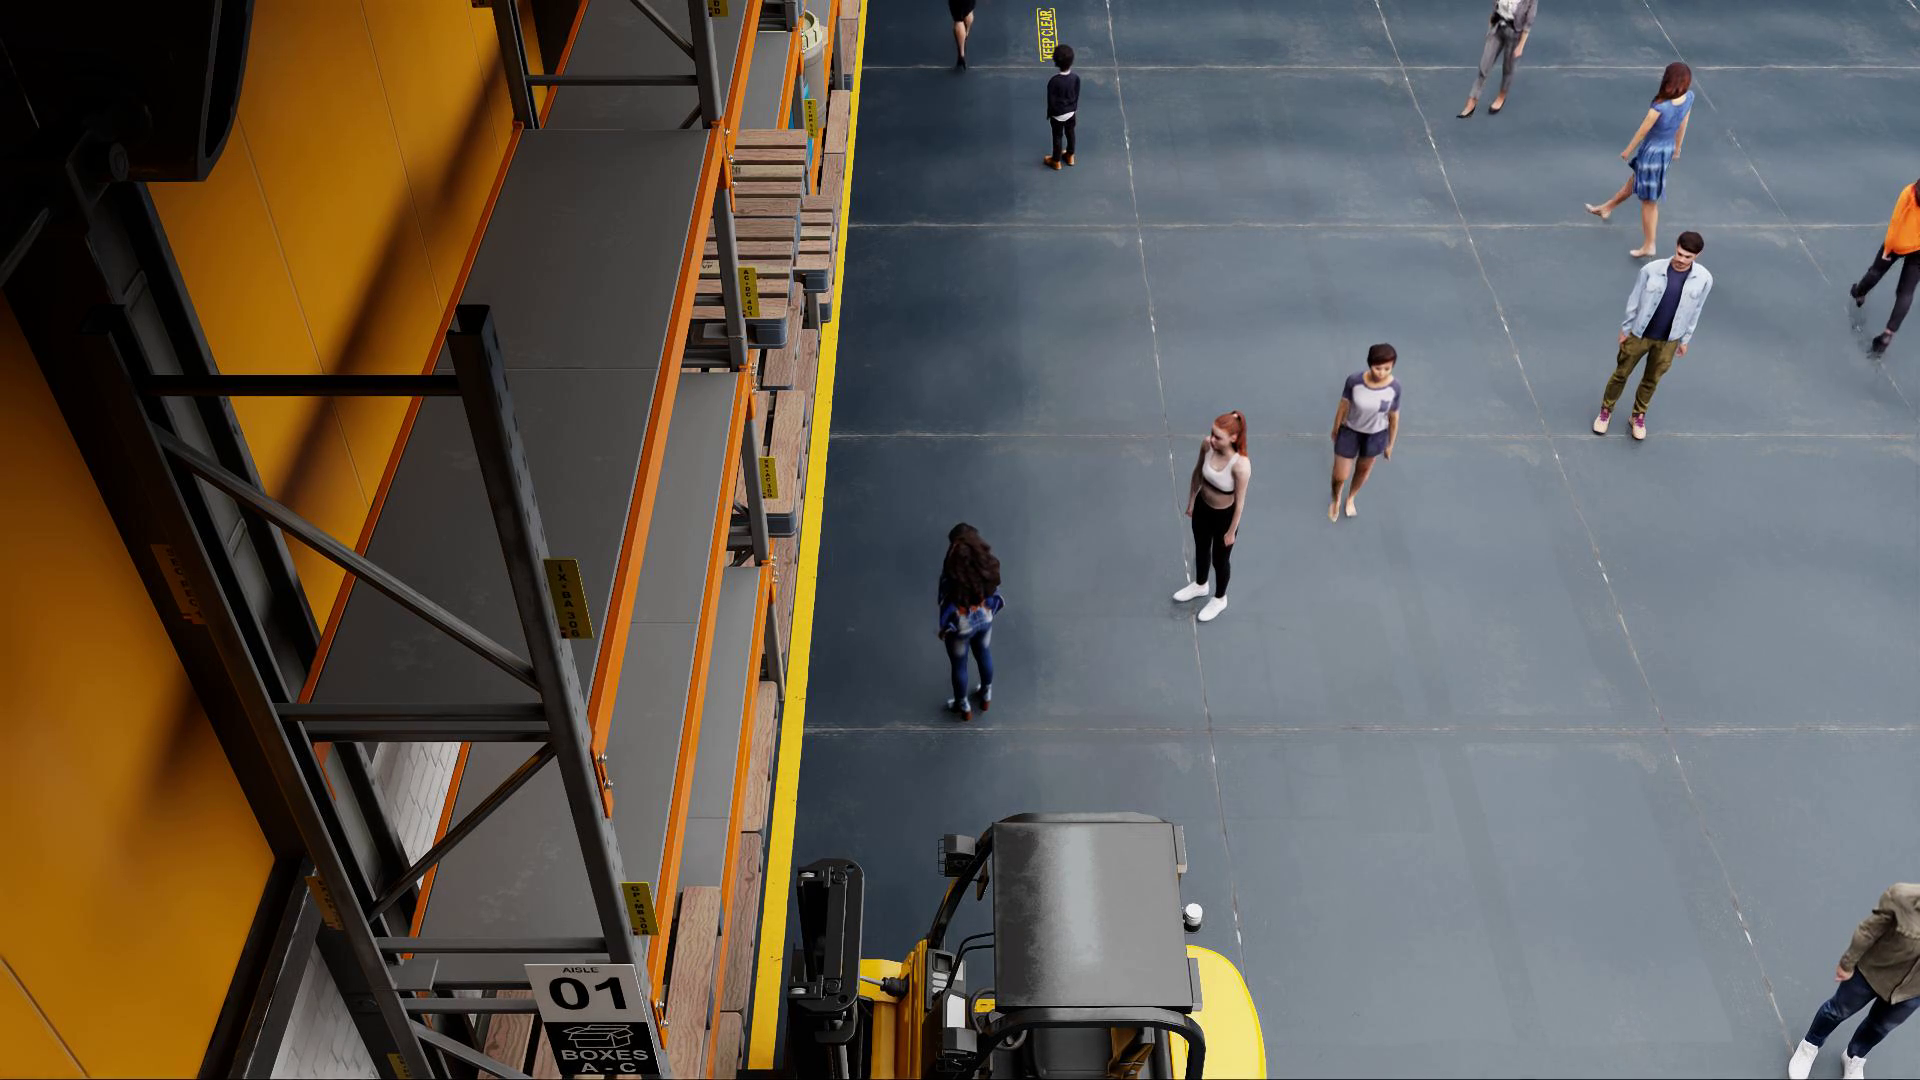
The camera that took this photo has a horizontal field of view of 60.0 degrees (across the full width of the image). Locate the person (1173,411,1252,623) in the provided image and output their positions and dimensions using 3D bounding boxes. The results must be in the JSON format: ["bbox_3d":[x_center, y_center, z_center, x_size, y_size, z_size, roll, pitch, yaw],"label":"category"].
[{"bbox_3d":[1.727,-0.168,11.155,0.720,1.742,0.626,-27,50,-25],"label":"person"}]

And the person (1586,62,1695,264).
[{"bbox_3d":[6.039,-3.202,14.325,1.051,1.763,1.184,-27,50,-26],"label":"person"}]

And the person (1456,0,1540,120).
[{"bbox_3d":[5.381,-4.916,16.203,0.965,1.654,1.025,34,53,31],"label":"person"}]

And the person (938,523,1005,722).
[{"bbox_3d":[0.050,0.514,10.527,0.704,1.620,0.716,-22,48,-22],"label":"person"}]

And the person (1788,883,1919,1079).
[{"bbox_3d":[4.808,2.218,8.559,0.780,1.869,0.740,16,46,16],"label":"person"}]

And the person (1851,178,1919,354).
[{"bbox_3d":[7.674,-2.294,13.413,0.764,1.706,1.145,8,44,8],"label":"person"}]

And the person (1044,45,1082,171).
[{"bbox_3d":[0.974,-4.063,15.619,0.578,1.224,0.606,-21,47,-20],"label":"person"}]

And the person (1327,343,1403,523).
[{"bbox_3d":[2.905,-0.832,11.989,0.628,1.554,0.636,7,44,7],"label":"person"}]

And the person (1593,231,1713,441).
[{"bbox_3d":[5.245,-1.561,12.568,0.733,1.810,0.664,11,45,12],"label":"person"}]
